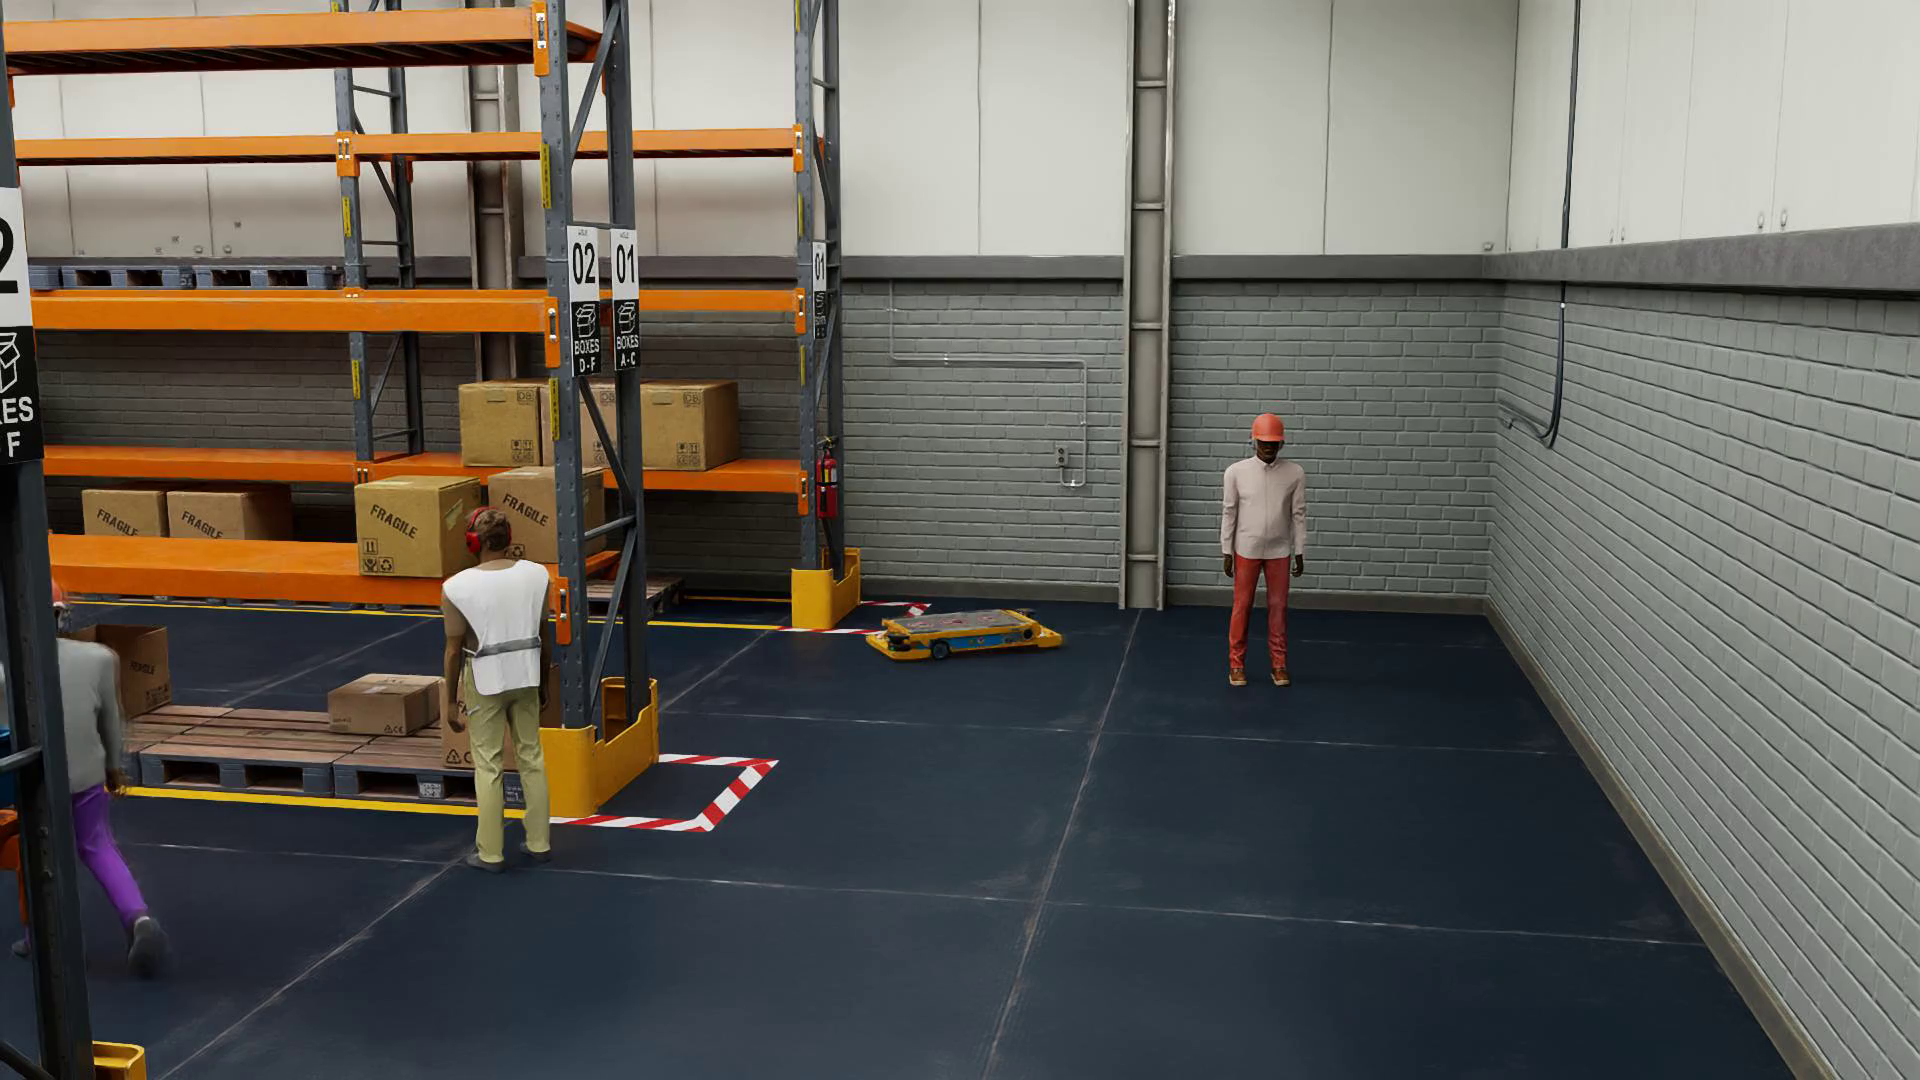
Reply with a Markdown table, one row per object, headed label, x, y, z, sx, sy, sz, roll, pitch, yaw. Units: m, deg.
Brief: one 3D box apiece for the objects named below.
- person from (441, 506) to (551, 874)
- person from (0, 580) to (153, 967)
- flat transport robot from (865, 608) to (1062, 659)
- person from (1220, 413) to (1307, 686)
| label | x | y | z | sx | sy | sz | roll | pitch | yaw |
| --- | --- | --- | --- | --- | --- | --- | --- | --- | --- |
| person | -2.282 | 0.750 | 8.273 | 0.563 | 1.840 | 0.395 | -8 | 12 | -40 |
| person | -3.809 | 0.997 | 7.079 | 0.737 | 1.729 | 0.572 | 6 | 11 | 31 |
| flat transport robot | 0.027 | 0.735 | 13.200 | 1.431 | 0.197 | 0.652 | -4 | 10 | -22 |
| person | 2.192 | 0.075 | 11.998 | 0.618 | 1.985 | 0.407 | 0 | 9 | -3 |
